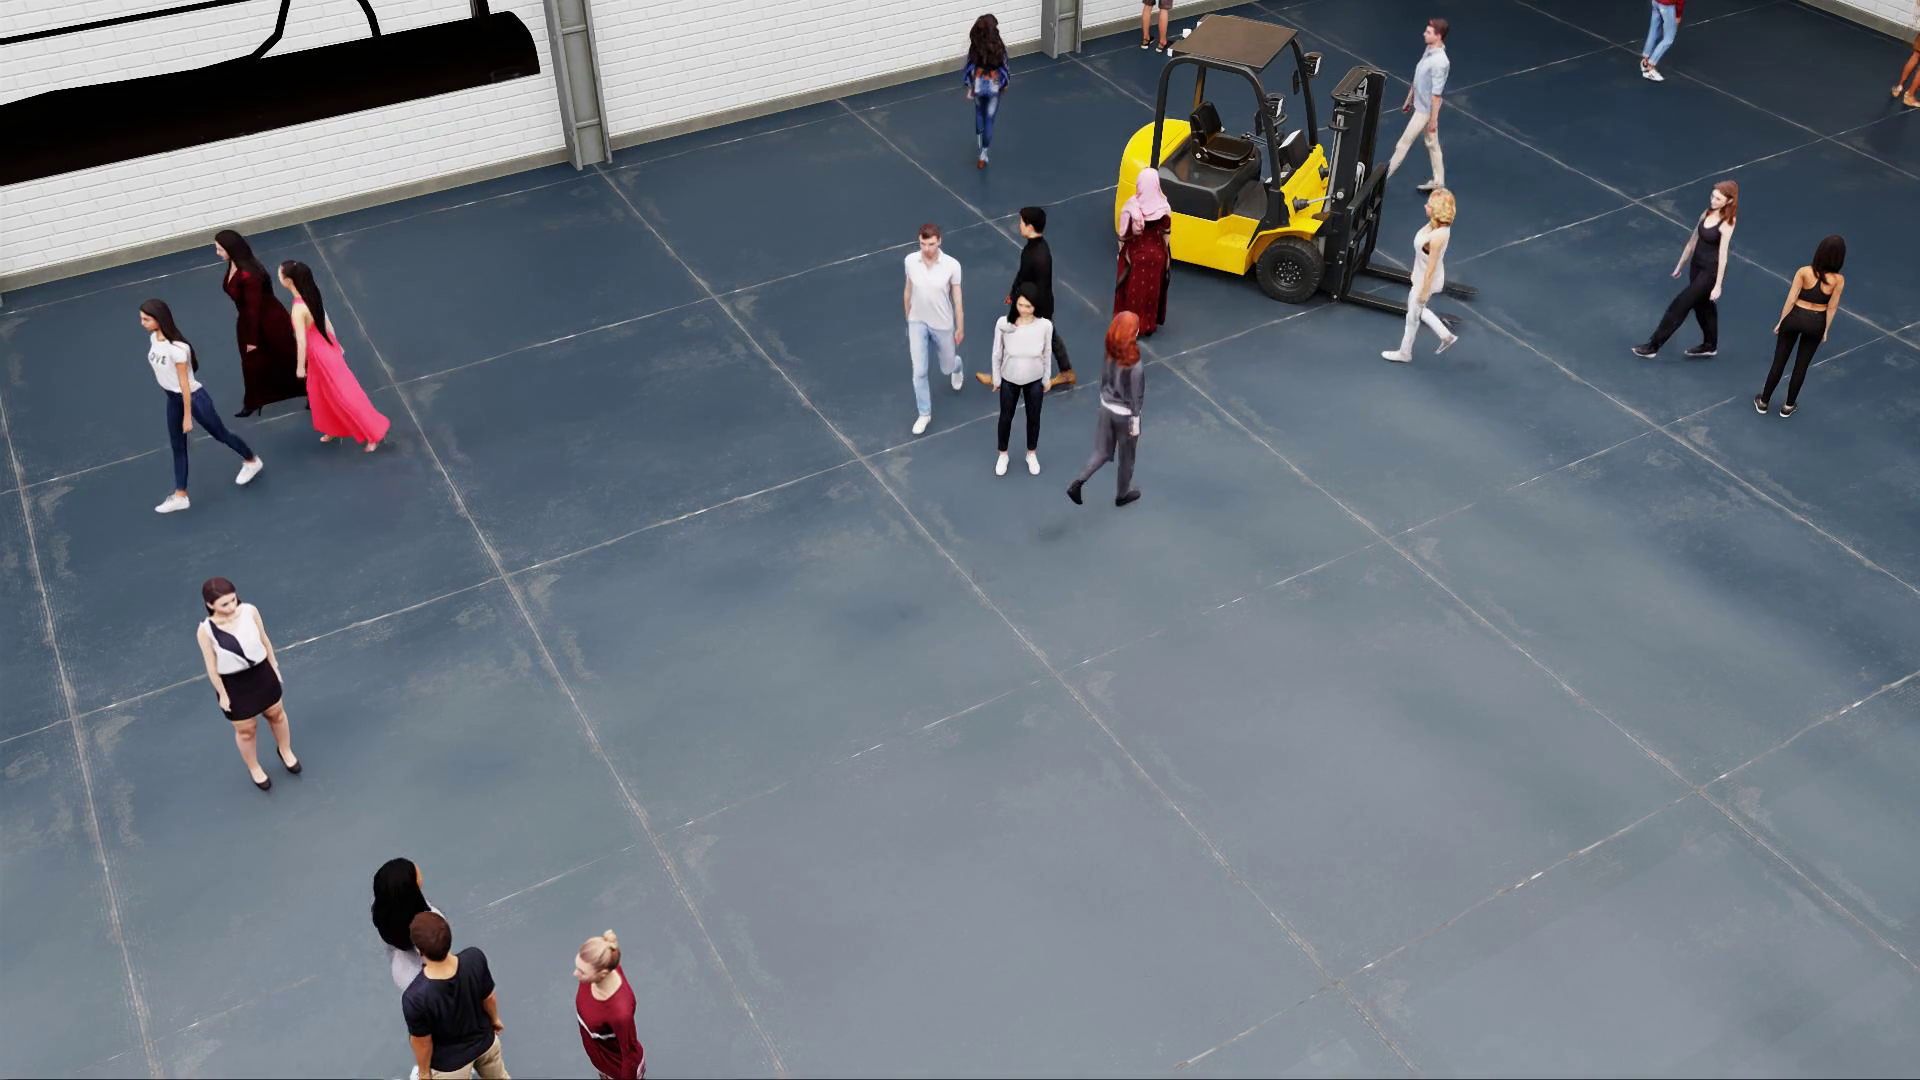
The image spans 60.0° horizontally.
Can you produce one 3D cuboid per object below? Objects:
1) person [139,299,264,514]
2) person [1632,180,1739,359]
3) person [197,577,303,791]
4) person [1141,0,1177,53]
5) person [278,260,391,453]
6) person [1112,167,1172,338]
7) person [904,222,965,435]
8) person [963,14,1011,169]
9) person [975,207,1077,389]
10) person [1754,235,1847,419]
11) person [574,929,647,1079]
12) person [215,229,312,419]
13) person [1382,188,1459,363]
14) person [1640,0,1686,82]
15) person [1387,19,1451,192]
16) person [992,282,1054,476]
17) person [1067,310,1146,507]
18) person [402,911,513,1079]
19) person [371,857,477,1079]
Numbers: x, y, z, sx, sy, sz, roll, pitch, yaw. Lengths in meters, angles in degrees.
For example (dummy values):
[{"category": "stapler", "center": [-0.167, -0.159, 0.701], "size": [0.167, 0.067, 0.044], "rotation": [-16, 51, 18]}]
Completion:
[{"category": "person", "center": [-5.800, -1.069, 12.718], "size": [0.943, 1.732, 1.220], "rotation": [24, 45, 27]}, {"category": "person", "center": [6.487, -2.292, 14.277], "size": [1.124, 1.696, 0.895], "rotation": [-4, 39, -5]}, {"category": "person", "center": [-4.441, 0.880, 10.348], "size": [0.678, 1.642, 0.540], "rotation": [31, 48, 33]}, {"category": "person", "center": [2.368, -6.743, 19.719], "size": [0.753, 1.861, 0.732], "rotation": [25, 45, 28]}, {"category": "person", "center": [-4.986, -1.416, 13.179], "size": [0.966, 1.697, 0.826], "rotation": [-5, 39, -6]}, {"category": "person", "center": [1.614, -2.522, 14.613], "size": [0.694, 1.637, 0.813], "rotation": [-3, 39, -3]}, {"category": "person", "center": [-0.201, -1.794, 13.547], "size": [1.062, 1.829, 1.119], "rotation": [10, 40, 12]}, {"category": "person", "center": [0.266, -4.645, 17.297], "size": [0.822, 1.605, 0.883], "rotation": [10, 40, 13]}, {"category": "person", "center": [0.728, -1.970, 13.891], "size": [1.211, 1.676, 1.009], "rotation": [-1, 39, -1]}, {"category": "person", "center": [6.919, -1.754, 13.647], "size": [0.624, 1.644, 0.654], "rotation": [16, 41, 19]}, {"category": "person", "center": [-1.706, 2.531, 8.237], "size": [0.521, 1.698, 0.628], "rotation": [-24, 44, -27]}, {"category": "person", "center": [-5.604, -1.794, 13.641], "size": [0.804, 1.713, 1.016], "rotation": [31, 48, 33]}, {"category": "person", "center": [4.068, -2.226, 14.225], "size": [0.937, 1.659, 0.891], "rotation": [12, 40, 14]}, {"category": "person", "center": [8.139, -6.177, 19.206], "size": [0.667, 1.616, 0.821], "rotation": [-18, 42, -21]}, {"category": "person", "center": [4.778, -4.313, 16.723], "size": [1.253, 1.804, 1.096], "rotation": [3, 39, 4]}, {"category": "person", "center": [0.489, -1.273, 12.999], "size": [0.650, 1.700, 0.761], "rotation": [0, 39, 0]}, {"category": "person", "center": [1.141, -0.906, 12.490], "size": [0.920, 1.761, 0.635], "rotation": [-24, 45, -27]}, {"category": "person", "center": [-2.438, 2.490, 8.163], "size": [0.749, 1.855, 0.603], "rotation": [25, 45, 28]}, {"category": "person", "center": [-2.812, 2.310, 8.493], "size": [0.727, 1.723, 0.758], "rotation": [26, 45, 29]}]
